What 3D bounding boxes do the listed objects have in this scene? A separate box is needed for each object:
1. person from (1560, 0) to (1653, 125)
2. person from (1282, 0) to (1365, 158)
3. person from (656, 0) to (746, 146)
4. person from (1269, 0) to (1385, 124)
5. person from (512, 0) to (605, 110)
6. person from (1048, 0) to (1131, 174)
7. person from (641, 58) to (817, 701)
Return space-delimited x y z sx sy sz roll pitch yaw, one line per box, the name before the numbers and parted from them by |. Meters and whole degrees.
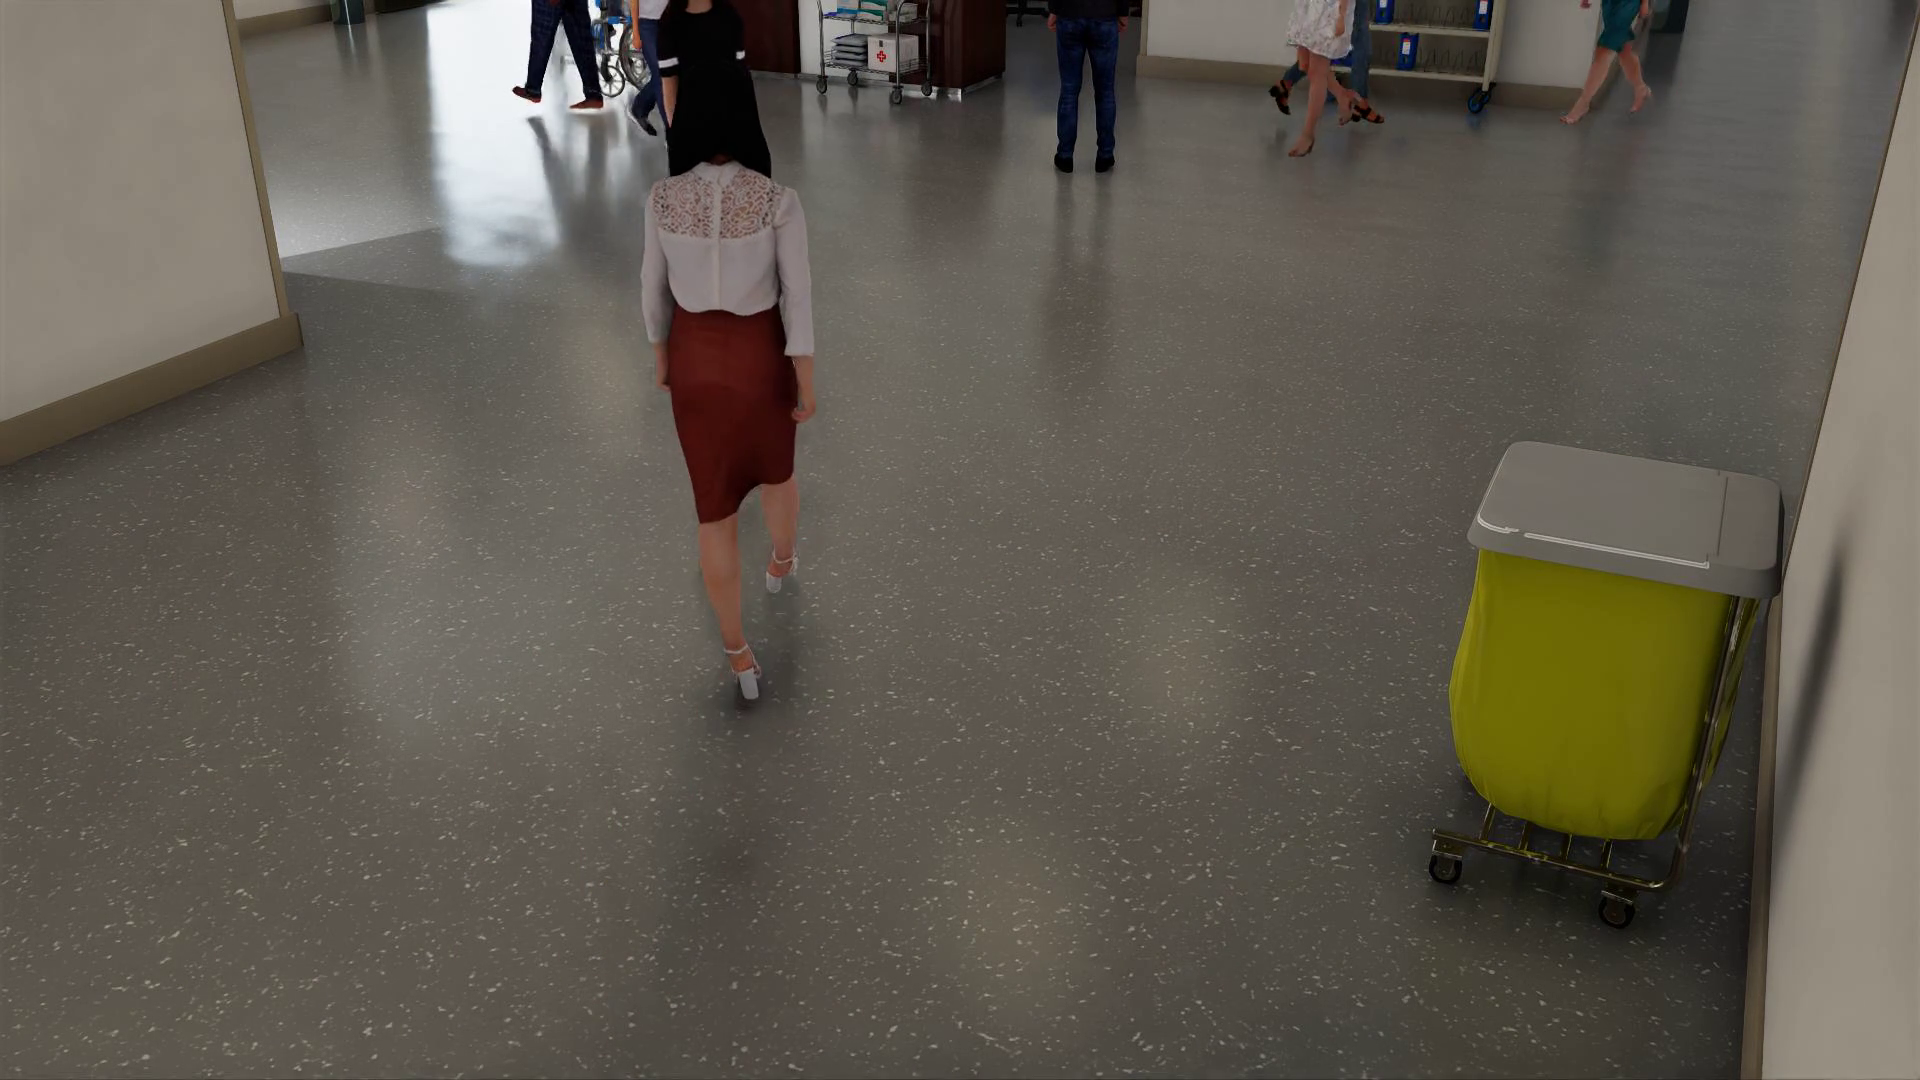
person | 4.604 -3.673 11.425 1.038 1.636 1.054 -12 28 -24
person | 2.387 -3.305 10.524 0.933 1.755 0.933 -14 29 -27
person | -1.216 -1.980 7.911 0.706 1.637 0.732 -18 31 -33
person | 2.571 -3.686 11.438 1.142 1.648 0.897 1 26 3
person | -2.761 -3.974 11.872 1.027 1.789 0.733 11 28 22
person | 0.783 -3.216 10.179 0.667 1.894 0.813 0 26 1
person | -0.619 -0.359 4.457 1.039 1.718 0.951 0 26 0
